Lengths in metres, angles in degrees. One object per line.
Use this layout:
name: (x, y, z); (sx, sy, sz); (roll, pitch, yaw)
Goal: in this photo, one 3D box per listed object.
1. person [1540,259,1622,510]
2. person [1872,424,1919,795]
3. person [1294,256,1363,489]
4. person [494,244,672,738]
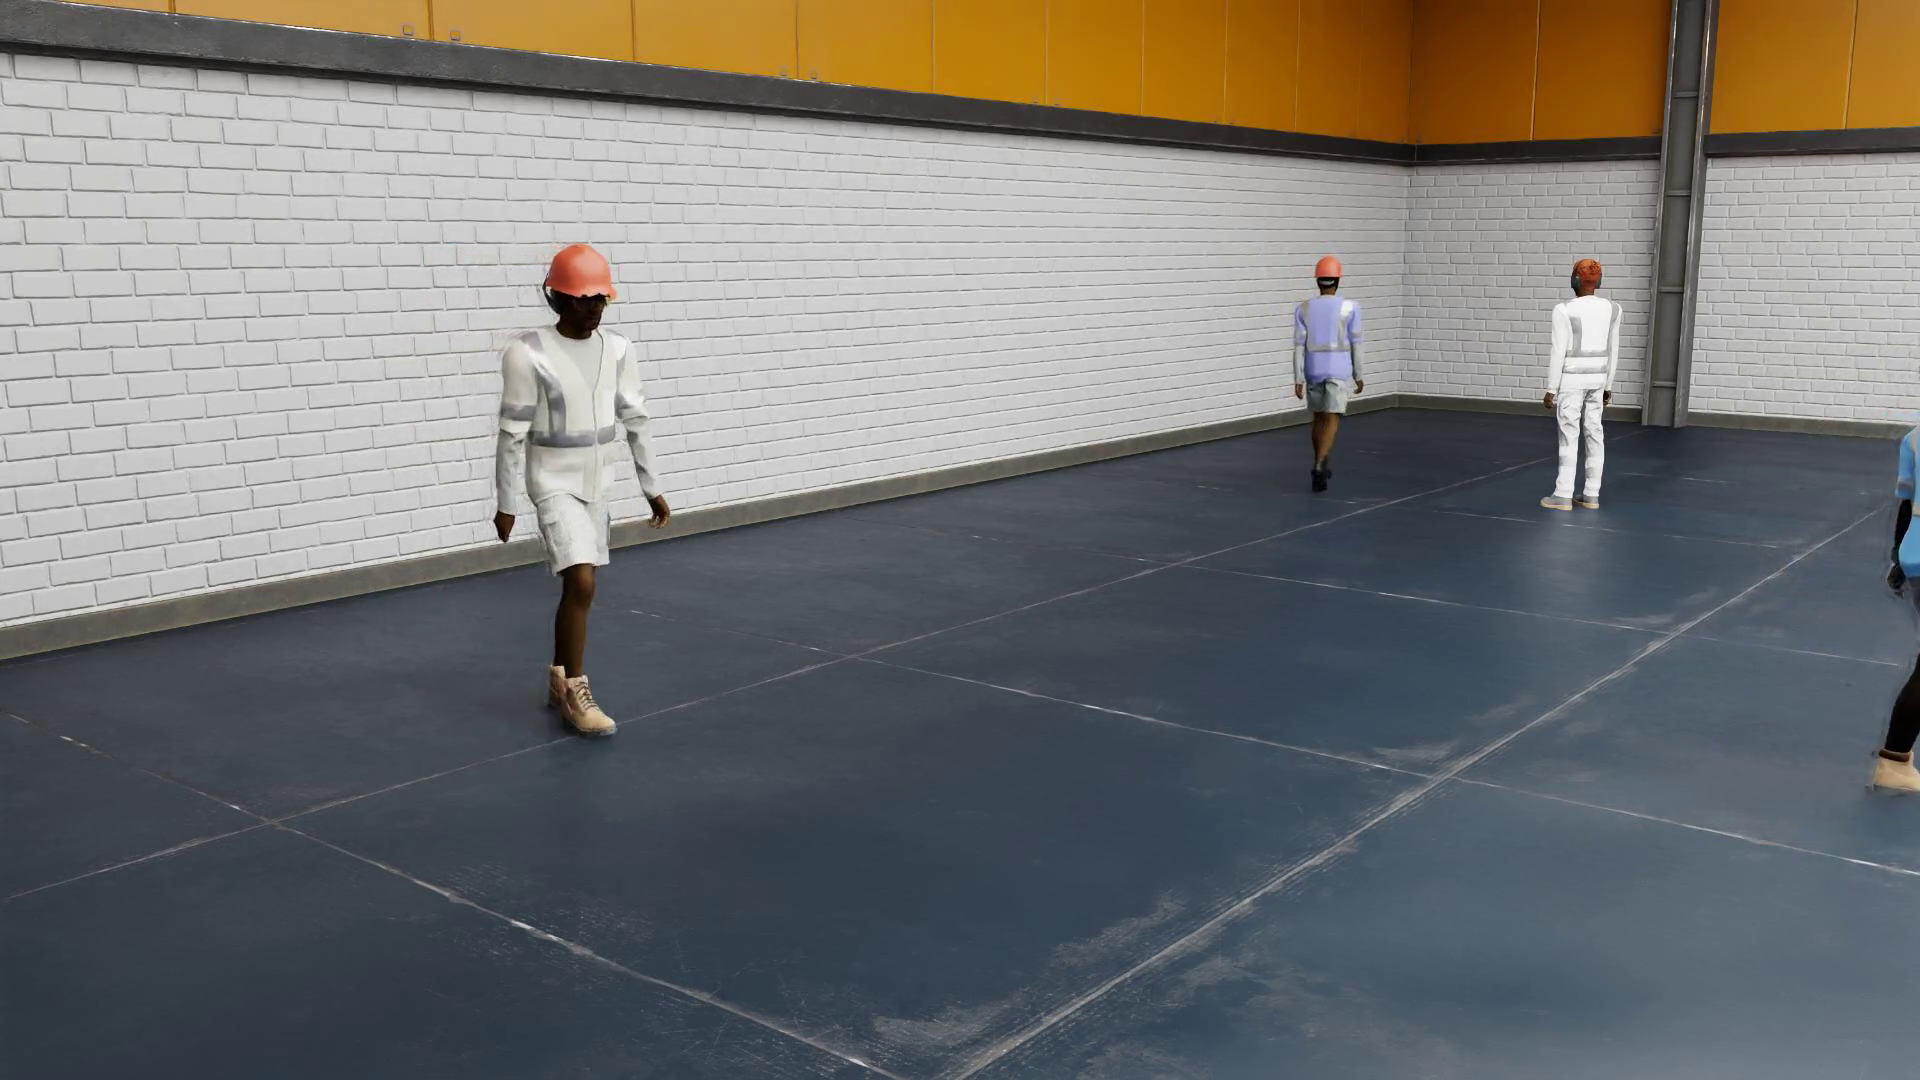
person: (4.661, -1.161, 12.505); (0.574, 1.883, 0.356); (-3, 11, -17)
person: (3.734, 0.112, 6.079); (0.827, 1.654, 0.542); (-1, 10, -7)
person: (3.007, -1.383, 13.698); (0.546, 1.904, 0.930); (5, 12, 27)
person: (-1.541, -0.198, 6.851); (0.778, 2.001, 0.613); (8, 13, 36)
